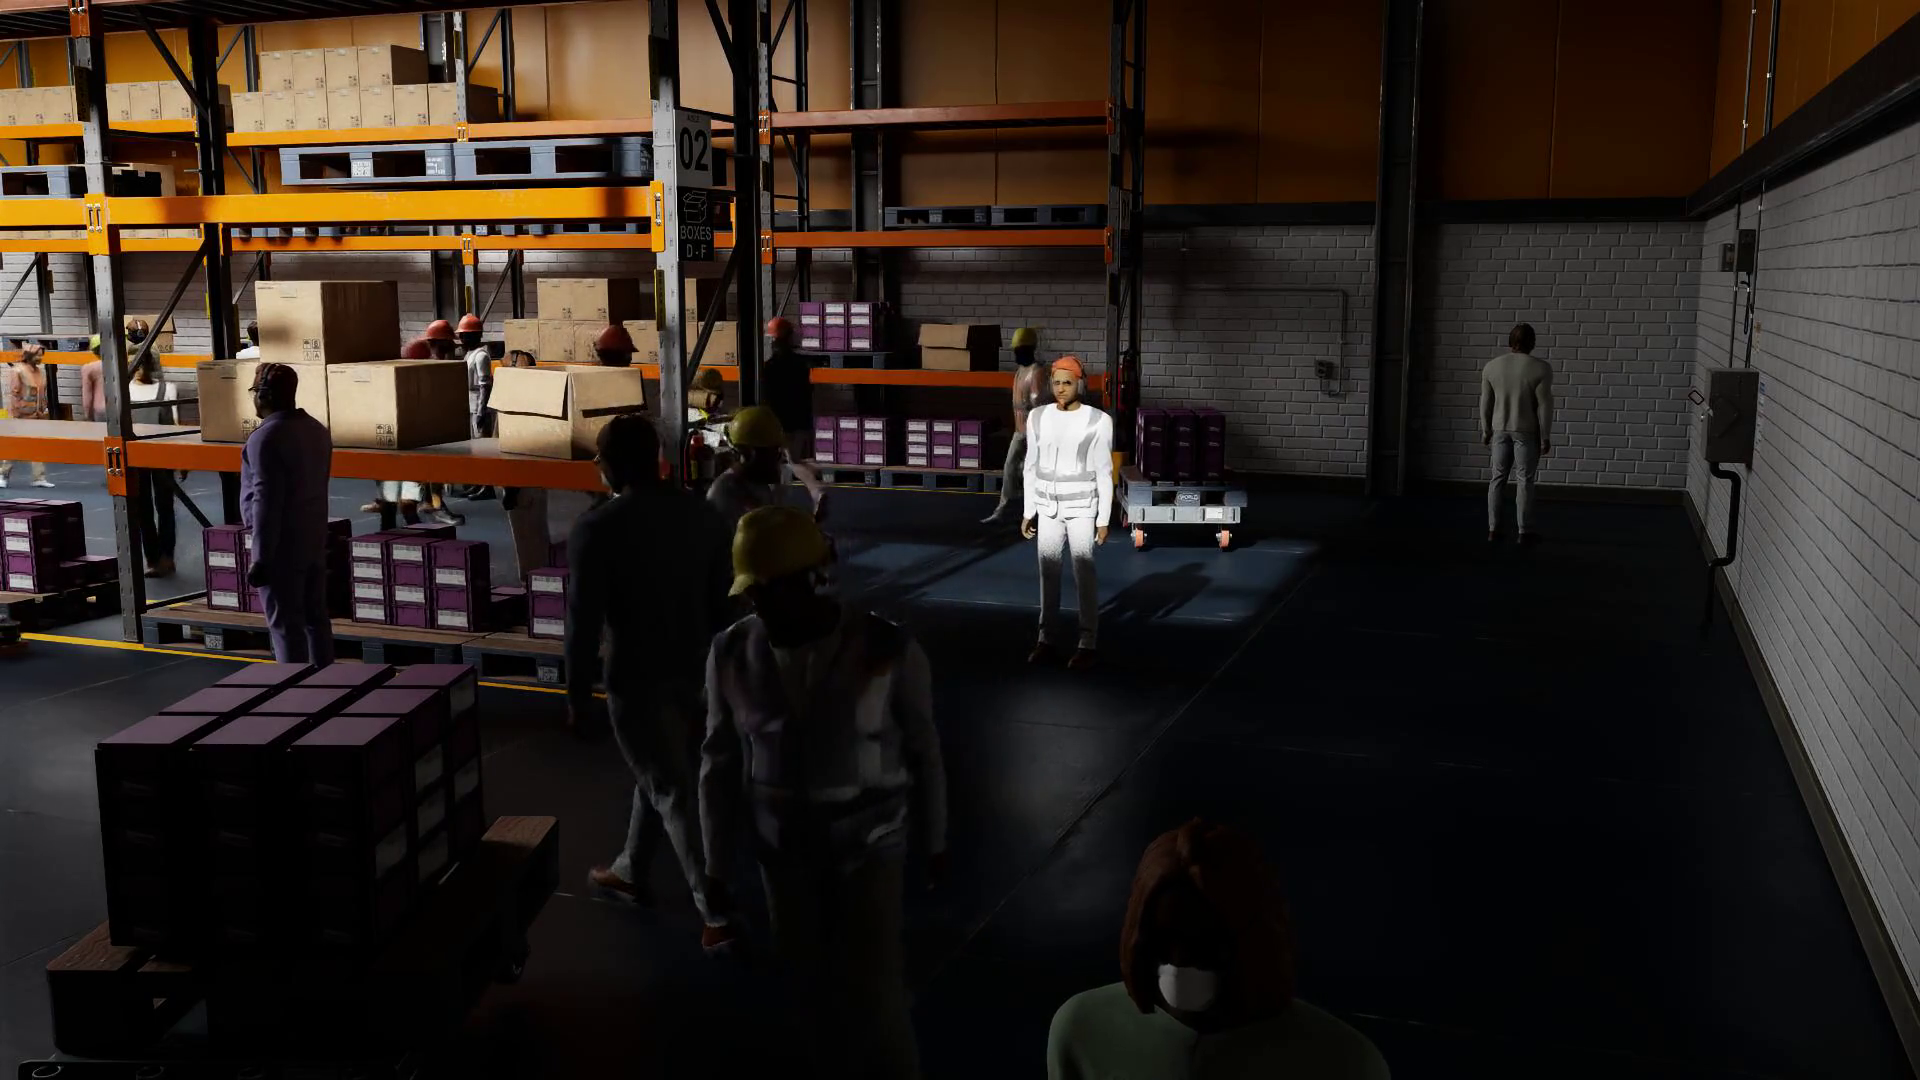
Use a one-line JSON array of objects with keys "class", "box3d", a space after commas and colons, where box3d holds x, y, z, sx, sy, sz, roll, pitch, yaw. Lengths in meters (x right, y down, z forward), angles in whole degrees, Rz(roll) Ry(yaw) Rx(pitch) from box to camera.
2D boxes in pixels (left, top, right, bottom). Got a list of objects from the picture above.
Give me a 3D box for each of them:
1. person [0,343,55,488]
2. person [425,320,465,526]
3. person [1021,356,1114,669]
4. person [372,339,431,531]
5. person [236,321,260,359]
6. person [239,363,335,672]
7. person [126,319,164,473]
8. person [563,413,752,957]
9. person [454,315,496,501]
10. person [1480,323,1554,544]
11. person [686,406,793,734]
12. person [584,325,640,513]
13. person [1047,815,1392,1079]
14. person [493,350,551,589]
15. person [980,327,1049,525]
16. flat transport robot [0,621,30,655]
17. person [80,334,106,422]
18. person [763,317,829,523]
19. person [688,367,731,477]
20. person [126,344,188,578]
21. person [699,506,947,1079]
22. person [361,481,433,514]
[{"class": "person", "box3d": [-10.361, -1.368, 18.383, 0.554, 1.610, 0.535, 2, 9, 12]}, {"class": "person", "box3d": [-4.880, -1.103, 15.706, 0.366, 1.939, 0.542, -2, 9, -13]}, {"class": "person", "box3d": [0.648, -0.165, 10.012, 0.580, 1.879, 0.347, 5, 11, 31]}, {"class": "person", "box3d": [-4.256, -0.605, 12.771, 0.595, 1.882, 0.383, 2, 9, 12]}, {"class": "person", "box3d": [-7.604, -1.453, 18.119, 0.539, 1.869, 0.313, 1, 9, 9]}, {"class": "person", "box3d": [-3.523, 0.033, 8.672, 0.407, 1.906, 0.655, 1, 9, 7]}, {"class": "person", "box3d": [-9.721, -1.708, 19.847, 0.429, 1.837, 0.626, -4, 10, -25]}, {"class": "person", "box3d": [-1.065, 0.496, 5.862, 1.042, 1.886, 0.641, 9, 13, 43]}, {"class": "person", "box3d": [-5.095, -1.383, 17.465, 0.362, 1.938, 0.545, -6, 11, -32]}, {"class": "person", "box3d": [4.904, -0.937, 14.660, 0.636, 1.938, 0.354, 7, 12, 39]}, {"class": "person", "box3d": [-1.050, 0.288, 7.441, 0.815, 1.797, 0.602, 1, 9, 6]}, {"class": "person", "box3d": [-2.502, -0.574, 12.222, 1.055, 1.987, 0.615, 0, 9, 2]}, {"class": "person", "box3d": [0.346, 1.177, 2.365, 0.496, 1.628, 0.273, 4, 10, 21]}, {"class": "person", "box3d": [-3.042, -0.395, 11.565, 0.429, 1.844, 0.625, 0, 9, 2]}, {"class": "person", "box3d": [0.715, -1.074, 15.730, 1.006, 1.879, 0.598, -3, 10, -21]}, {"class": "flat transport robot", "box3d": [-6.540, 0.601, 10.225, 1.431, 0.197, 0.652, 3, 10, 20]}, {"class": "person", "box3d": [-9.483, -1.440, 18.544, 0.522, 1.713, 0.908, -4, 10, -24]}, {"class": "person", "box3d": [-1.585, -1.082, 15.443, 0.750, 1.975, 0.627, 8, 12, 40]}, {"class": "person", "box3d": [-1.842, -0.374, 11.784, 0.498, 1.720, 0.537, -7, 11, -35]}, {"class": "person", "box3d": [-6.315, -0.606, 12.920, 0.534, 1.826, 0.424, -2, 9, -14]}, {"class": "person", "box3d": [-0.361, 0.785, 4.309, 0.613, 1.790, 0.520, 2, 9, 13]}, {"class": "person", "box3d": [-5.567, -1.276, 16.471, 0.742, 2.000, 0.700, -6, 11, -31]}]
